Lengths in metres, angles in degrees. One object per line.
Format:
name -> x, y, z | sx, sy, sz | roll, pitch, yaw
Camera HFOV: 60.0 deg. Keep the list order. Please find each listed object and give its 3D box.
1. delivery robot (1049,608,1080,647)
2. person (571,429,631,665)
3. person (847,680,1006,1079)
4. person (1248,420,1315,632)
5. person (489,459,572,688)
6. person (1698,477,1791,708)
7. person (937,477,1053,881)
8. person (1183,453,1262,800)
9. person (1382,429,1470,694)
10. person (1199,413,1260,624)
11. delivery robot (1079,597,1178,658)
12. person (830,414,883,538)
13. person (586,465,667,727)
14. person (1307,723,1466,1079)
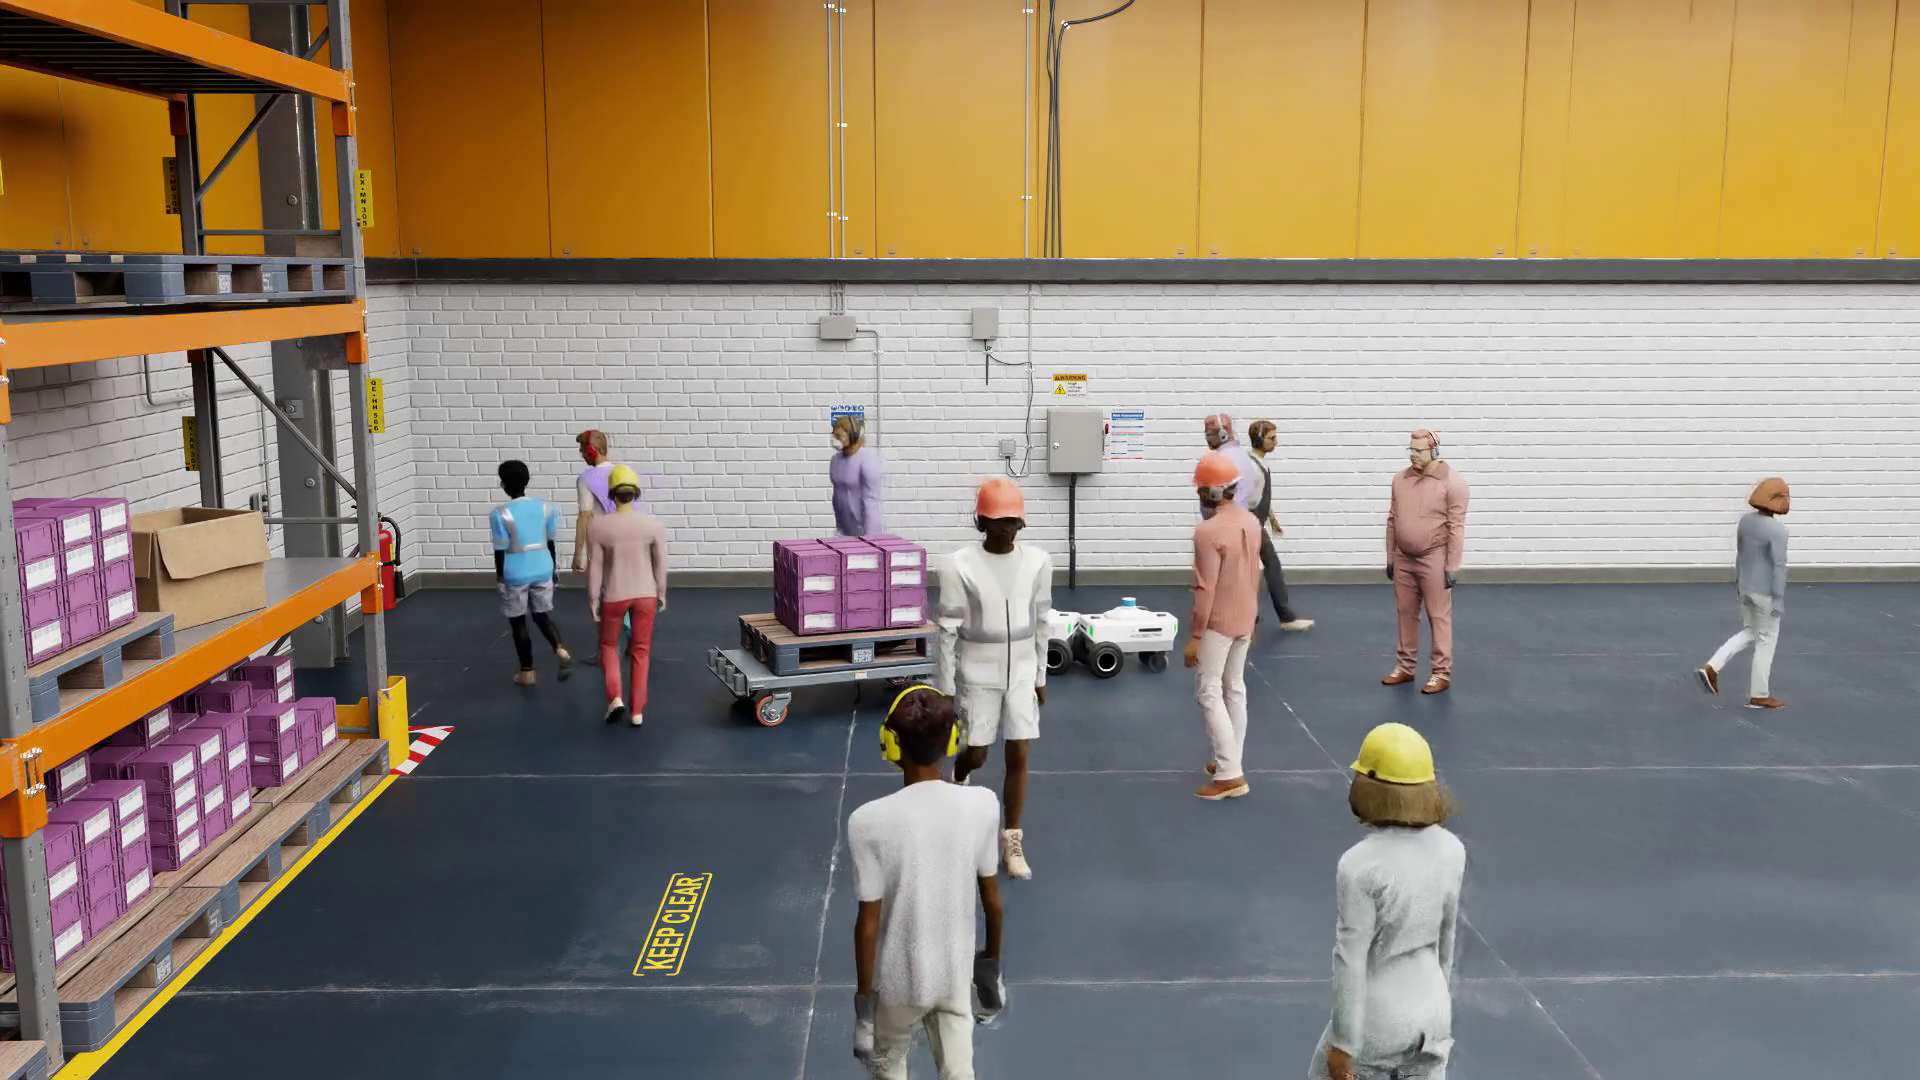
delivery robot -> 0.540, 0.657, 12.652 | 0.707, 0.478, 0.477 | 3, 10, 16
person -> -2.707, 0.064, 12.703 | 0.445, 1.821, 0.583 | 3, 10, 20
person -> -0.071, 1.328, 4.935 | 0.525, 1.835, 0.910 | -4, 10, -23
person -> 2.445, -0.121, 13.974 | 1.023, 1.793, 0.504 | 2, 9, 10
person -> -3.078, 0.259, 11.909 | 0.542, 1.679, 0.510 | -9, 13, -44
person -> 5.455, 0.368, 11.455 | 0.489, 1.625, 0.499 | -1, 9, -7
person -> 0.155, 0.657, 8.492 | 0.612, 2.021, 0.813 | -3, 10, -19
person -> 1.560, 0.493, 9.620 | 0.518, 1.987, 0.722 | 8, 13, 42
person -> 3.322, 0.145, 11.985 | 0.403, 1.900, 0.645 | -7, 12, -37
person -> 2.164, -0.088, 13.449 | 0.469, 1.881, 0.660 | 5, 10, 27
delivery robot -> 1.271, 0.676, 12.535 | 0.707, 0.478, 0.477 | -2, 9, -11
person -> -0.830, -0.028, 12.986 | 0.429, 1.923, 0.627 | -7, 12, -38
person -> -2.199, 0.375, 10.998 | 0.534, 1.755, 0.364 | -3, 10, -17
person -> 1.243, 1.383, 4.874 | 0.513, 1.726, 0.421 | -5, 11, -30
